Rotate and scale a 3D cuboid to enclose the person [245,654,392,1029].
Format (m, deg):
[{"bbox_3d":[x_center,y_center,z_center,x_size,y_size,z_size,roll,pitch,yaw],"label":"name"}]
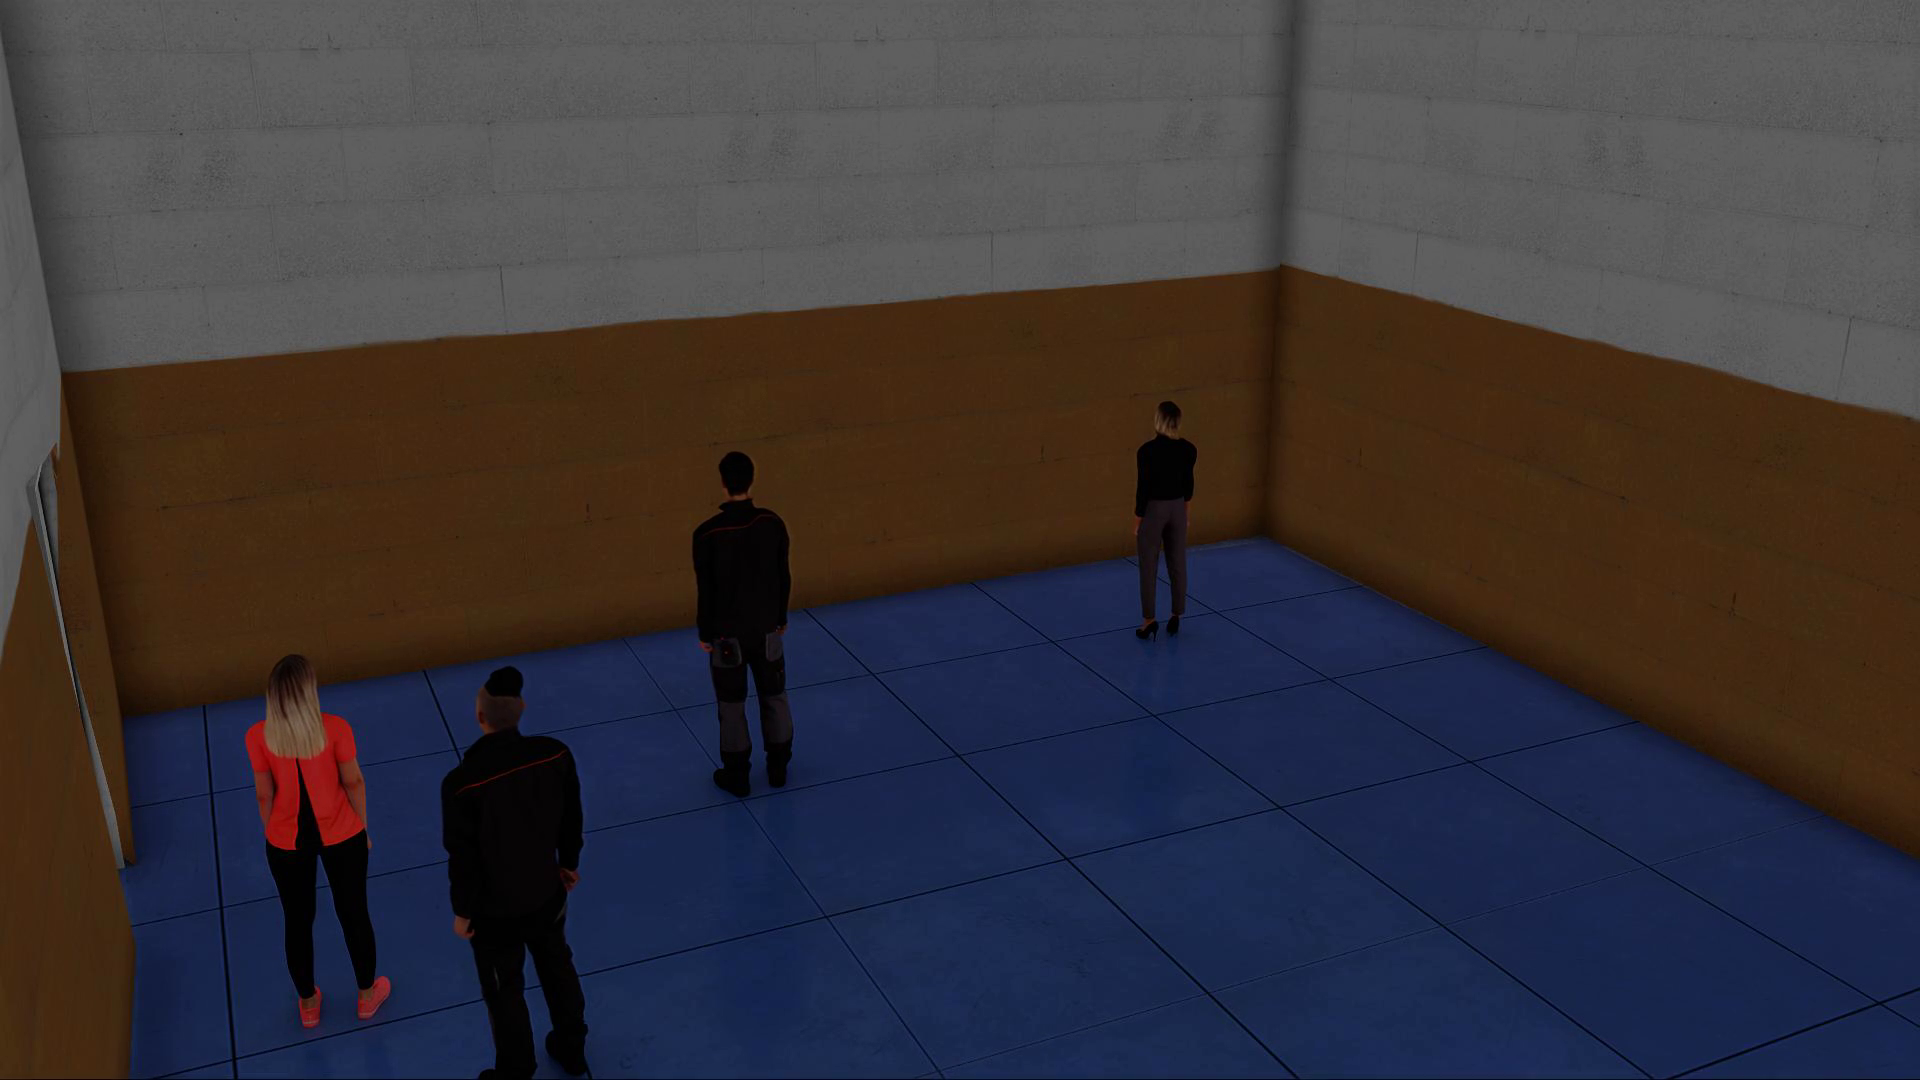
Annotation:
[{"bbox_3d":[-2.743,1.278,7.080,0.541,1.694,0.697,-4,19,-11],"label":"person"}]

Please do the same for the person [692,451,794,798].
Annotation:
[{"bbox_3d":[-1.184,0.454,9.131,0.522,1.945,0.755,-10,21,-26],"label":"person"}]

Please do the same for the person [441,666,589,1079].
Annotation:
[{"bbox_3d":[-1.752,1.350,6.566,0.909,1.862,0.721,16,24,40],"label":"person"}]

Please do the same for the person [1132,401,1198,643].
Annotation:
[{"bbox_3d":[1.377,-0.127,11.282,0.469,1.671,0.664,-7,20,-21],"label":"person"}]
